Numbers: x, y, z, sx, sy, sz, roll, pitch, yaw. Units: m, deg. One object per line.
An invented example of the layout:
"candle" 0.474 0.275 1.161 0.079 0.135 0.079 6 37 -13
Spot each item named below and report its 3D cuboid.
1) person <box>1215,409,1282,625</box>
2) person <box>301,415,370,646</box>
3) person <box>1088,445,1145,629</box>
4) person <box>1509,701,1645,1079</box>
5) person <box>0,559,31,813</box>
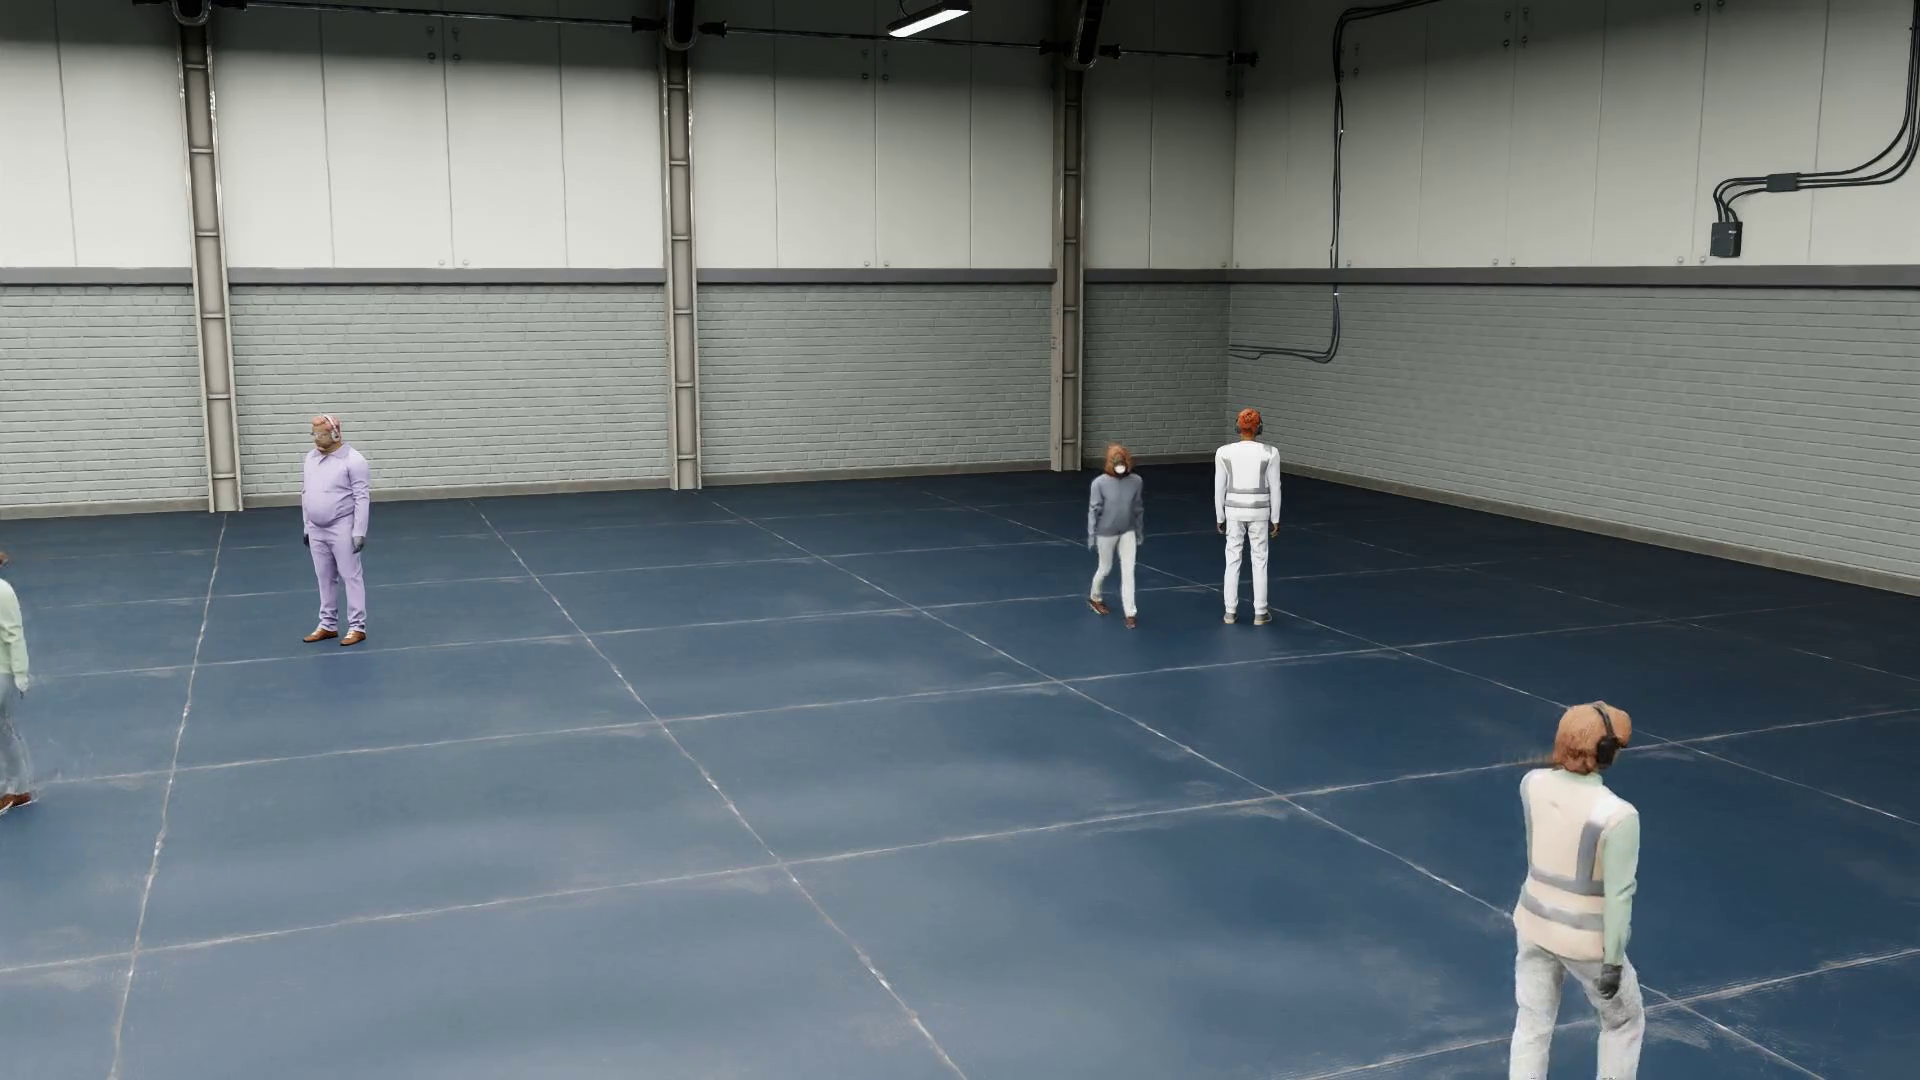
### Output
"person" 2.500 -0.198 14.454 0.576 1.883 0.355 3 9 16
"person" -5.159 -0.082 13.673 0.639 1.902 0.406 4 10 22
"person" 1.357 -0.063 14.552 0.555 1.582 0.829 -2 9 -14
"person" 2.138 1.338 5.651 0.624 1.619 0.518 -5 10 -28
"person" -5.456 0.765 9.247 0.530 1.614 0.556 5 10 29
